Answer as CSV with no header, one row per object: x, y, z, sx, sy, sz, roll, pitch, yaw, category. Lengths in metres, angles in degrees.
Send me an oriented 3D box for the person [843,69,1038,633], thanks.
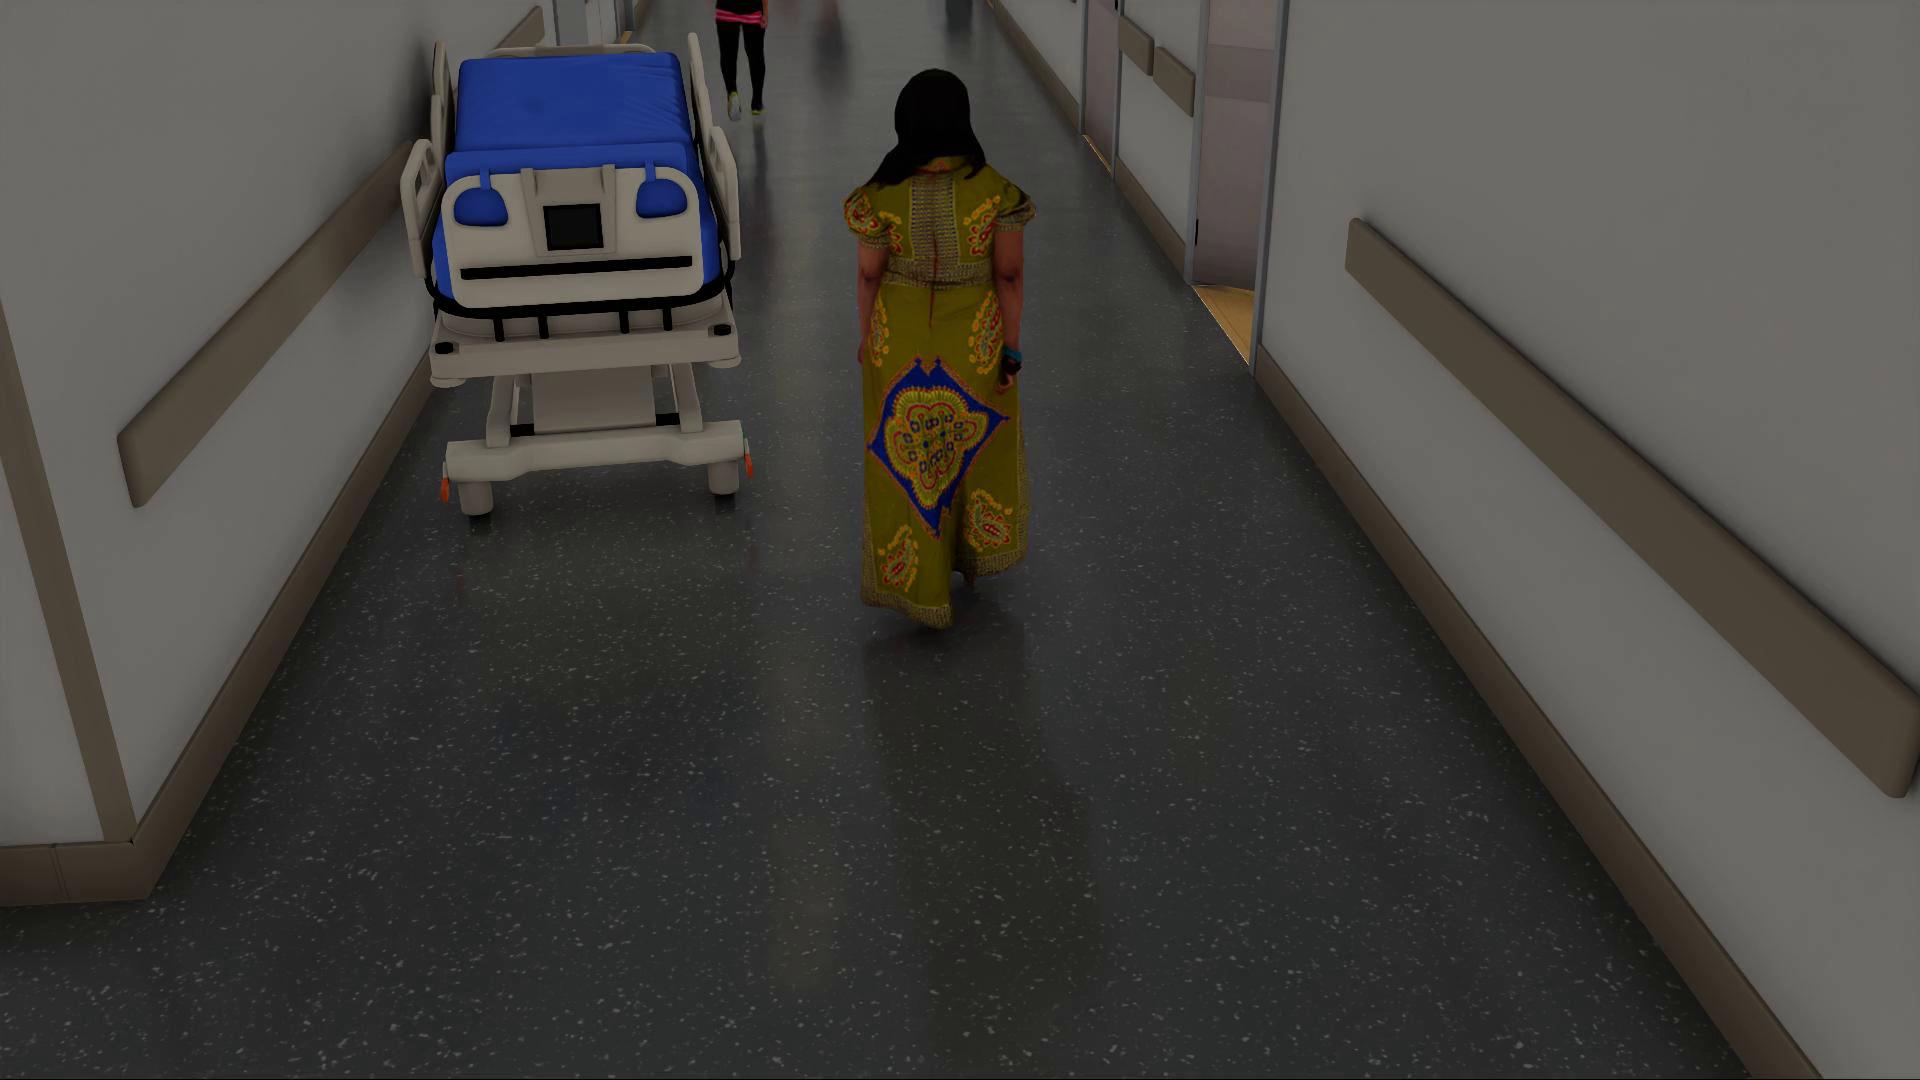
-0.054,-0.484,4.779,0.945,1.639,0.810,-4,26,-8,person

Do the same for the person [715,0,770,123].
-1.530,-3.661,11.492,0.867,1.530,0.593,-2,26,-3,person
